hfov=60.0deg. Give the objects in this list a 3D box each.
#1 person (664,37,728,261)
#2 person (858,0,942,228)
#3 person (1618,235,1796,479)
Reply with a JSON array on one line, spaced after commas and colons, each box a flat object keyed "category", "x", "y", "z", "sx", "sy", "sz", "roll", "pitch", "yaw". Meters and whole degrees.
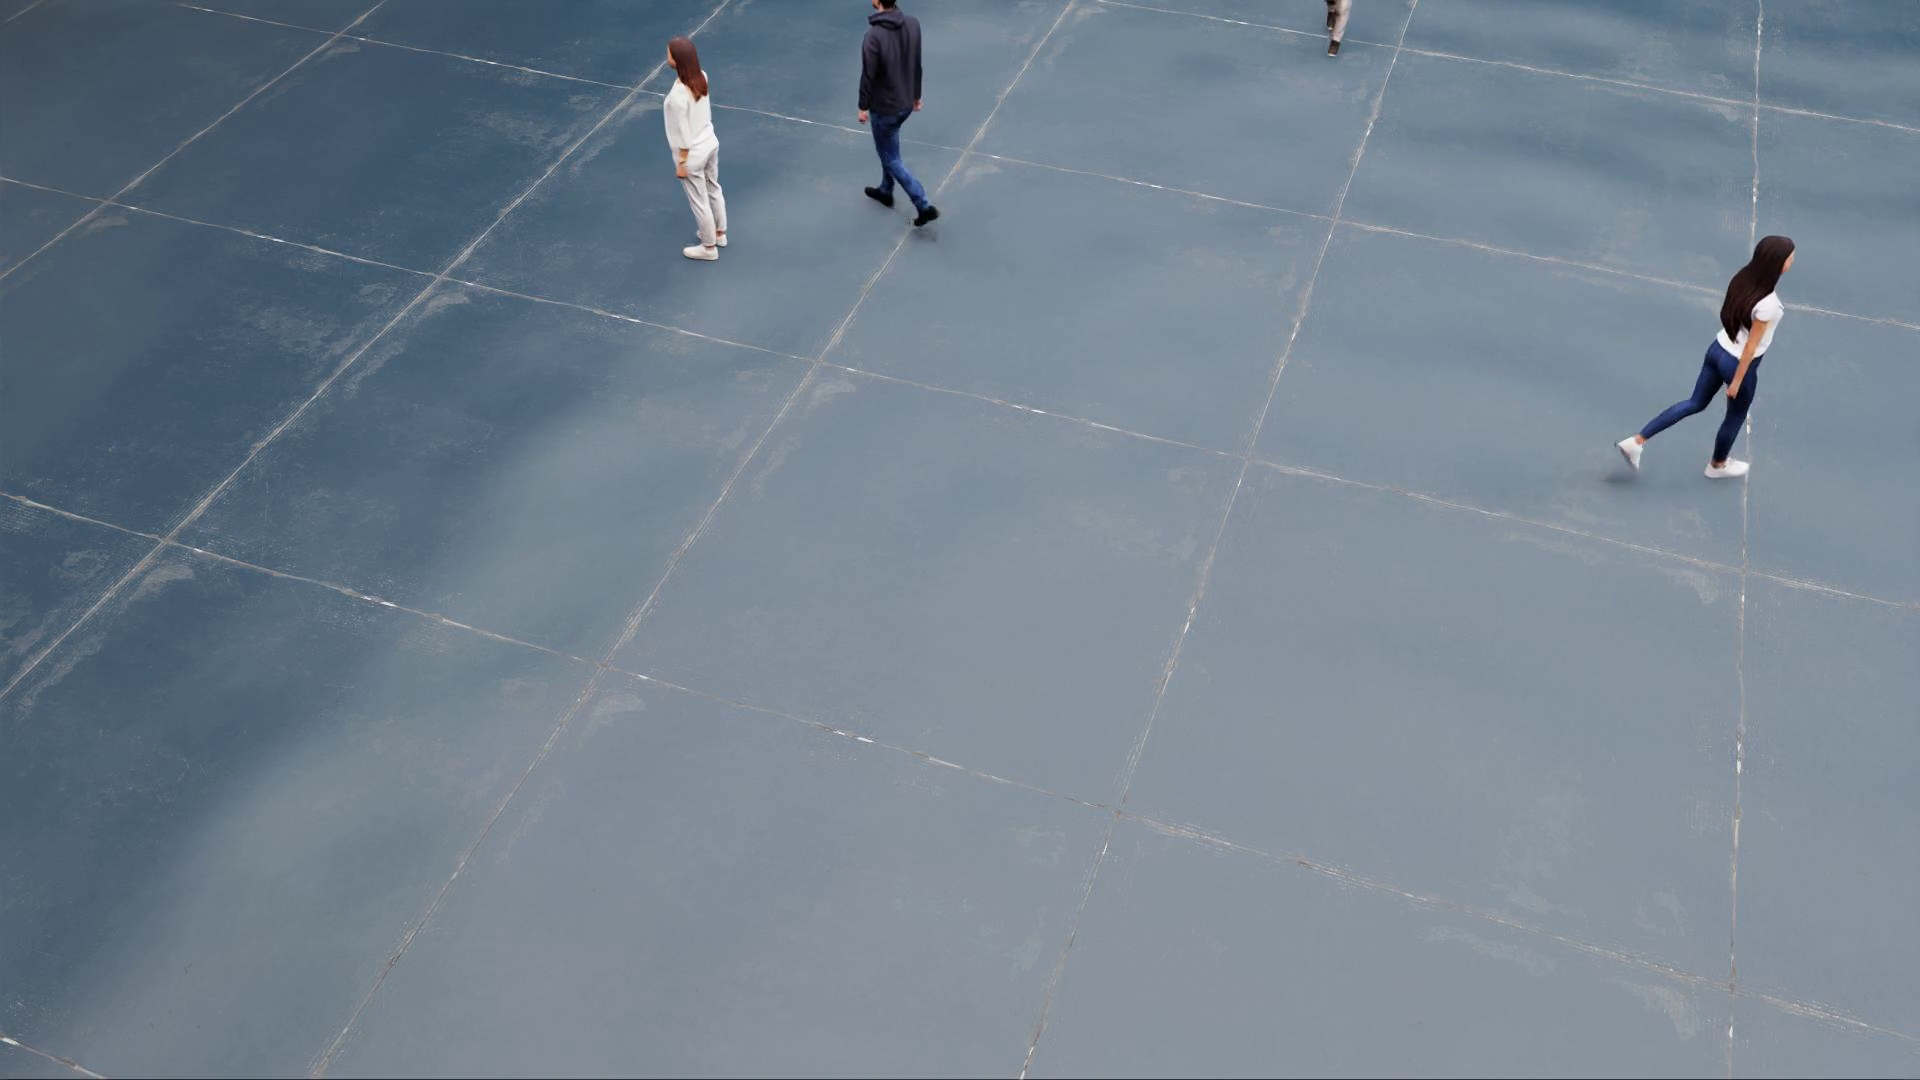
[{"category": "person", "x": -1.874, "y": -2.772, "z": 11.804, "sx": 0.515, "sy": 1.688, "sz": 0.598, "roll": 13, "pitch": 45, "yaw": 14}, {"category": "person", "x": -0.444, "y": -3.115, "z": 12.046, "sx": 1.194, "sy": 1.858, "sz": 0.939, "roll": 30, "pitch": 51, "yaw": 28}, {"category": "person", "x": 4.493, "y": -1.043, "z": 9.905, "sx": 1.171, "sy": 1.751, "sz": 0.893, "roll": -2, "pitch": 43, "yaw": -2}]
